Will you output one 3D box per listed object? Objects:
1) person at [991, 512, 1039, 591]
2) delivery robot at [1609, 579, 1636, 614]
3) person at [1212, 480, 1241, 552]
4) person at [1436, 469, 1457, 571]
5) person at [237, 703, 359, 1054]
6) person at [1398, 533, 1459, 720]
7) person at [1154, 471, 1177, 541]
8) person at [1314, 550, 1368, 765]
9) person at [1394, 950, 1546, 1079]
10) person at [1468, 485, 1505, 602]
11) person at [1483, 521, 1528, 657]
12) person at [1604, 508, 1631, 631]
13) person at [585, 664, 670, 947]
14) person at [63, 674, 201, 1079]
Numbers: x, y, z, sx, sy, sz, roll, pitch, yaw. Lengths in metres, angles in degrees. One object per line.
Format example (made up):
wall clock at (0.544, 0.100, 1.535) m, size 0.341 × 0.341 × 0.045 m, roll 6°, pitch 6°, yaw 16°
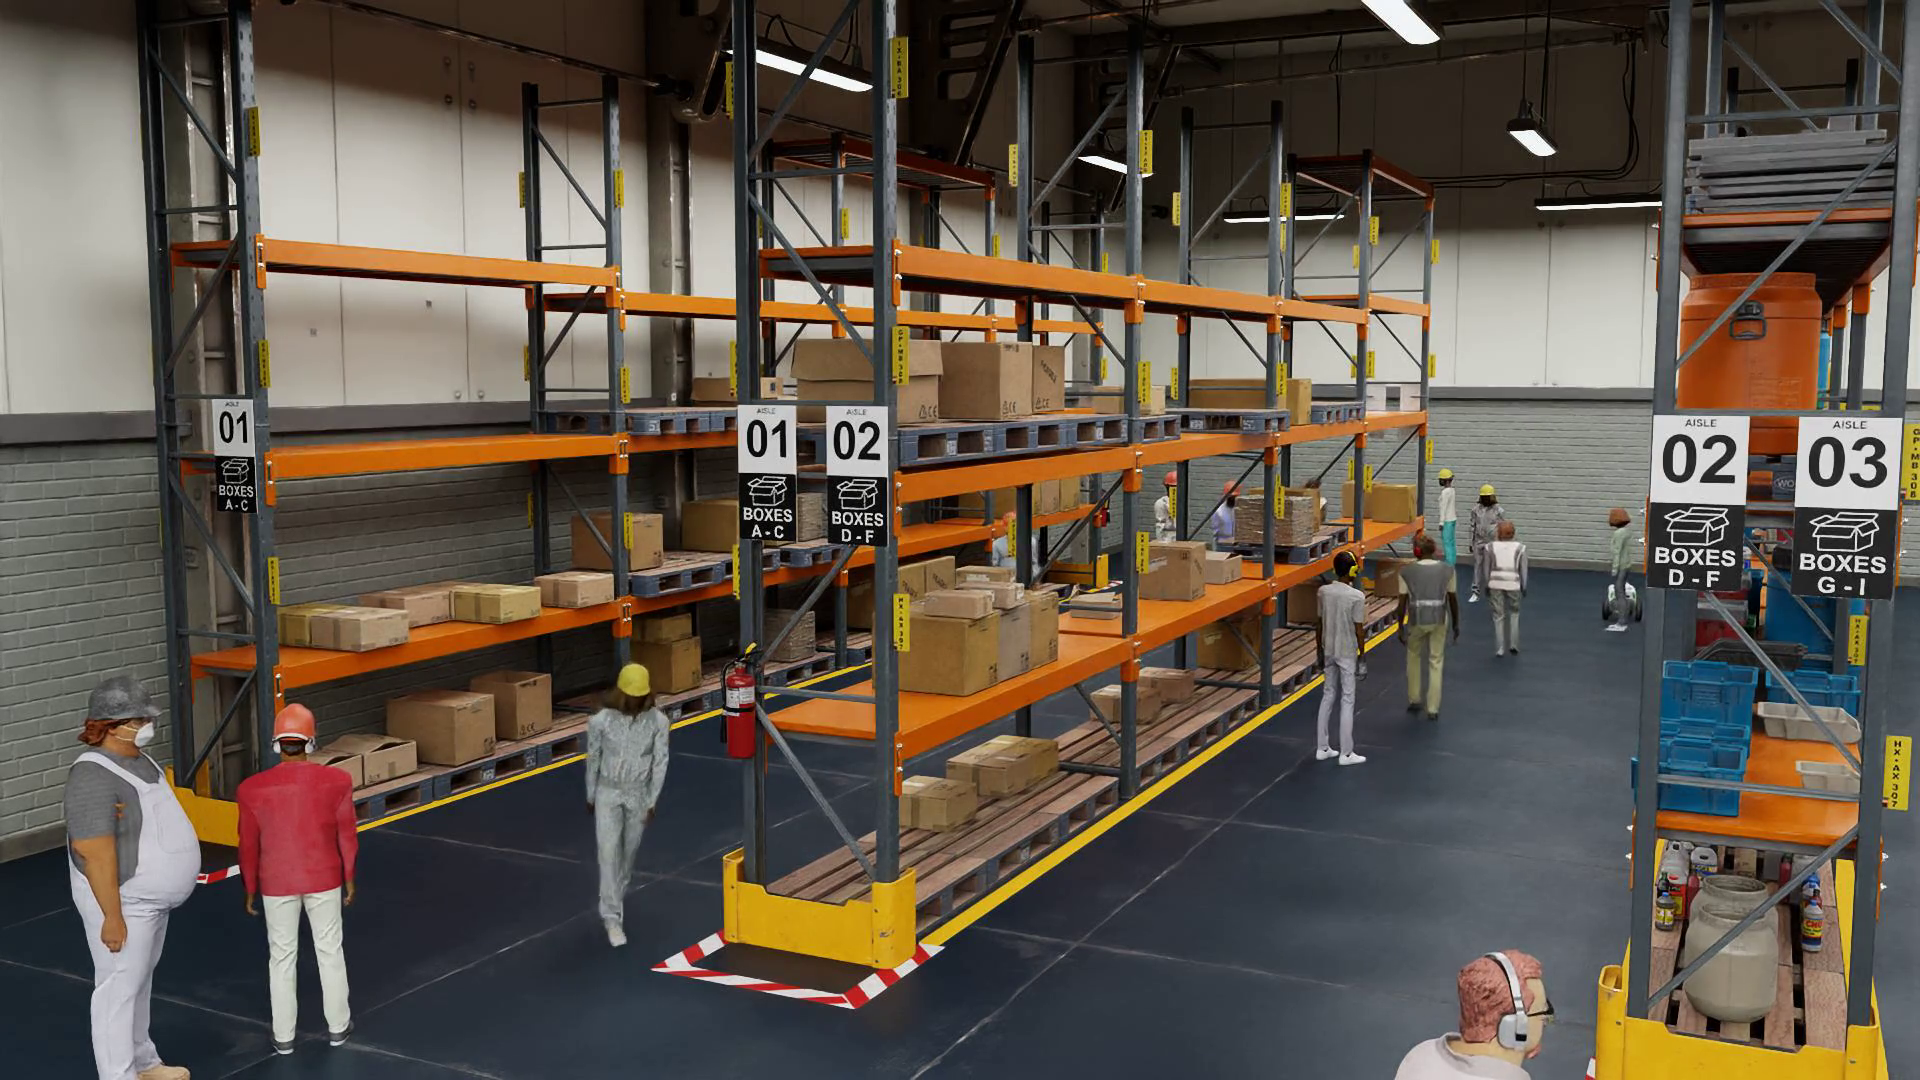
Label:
person at (0.666, 0.503, 20.198) m, size 0.583 × 1.718 × 0.643 m, roll 0°, pitch 6°, yaw 2°
delivery robot at (9.084, 0.759, 22.808) m, size 0.477 × 0.478 × 0.707 m, roll 2°, pitch 6°, yaw 20°
person at (3.743, 0.114, 22.962) m, size 0.557 × 1.916 × 0.615 m, roll 0°, pitch 6°, yaw 3°
person at (8.151, -0.313, 27.918) m, size 0.344 × 1.758 × 0.520 m, roll 3°, pitch 7°, yaw 29°
person at (-3.328, 1.694, 8.387) m, size 0.564 × 1.752 × 0.337 m, roll -2°, pitch 6°, yaw -21°
person at (4.617, 0.838, 16.419) m, size 0.618 × 1.816 × 0.692 m, roll 1°, pitch 6°, yaw 9°
person at (2.916, 0.076, 22.751) m, size 0.391 × 2.039 × 0.615 m, roll 5°, pitch 8°, yaw 40°
person at (3.315, 1.019, 14.470) m, size 0.319 × 1.861 × 0.517 m, roll -5°, pitch 8°, yaw -40°
person at (1.423, 2.027, 4.426) m, size 0.409 × 1.909 × 0.640 m, roll -2°, pitch 6°, yaw -18°
person at (7.699, 0.060, 24.334) m, size 0.494 × 1.743 × 0.302 m, roll 3°, pitch 7°, yaw 27°
person at (6.532, 0.576, 19.935) m, size 0.513 × 1.617 × 0.604 m, roll 2°, pitch 6°, yaw 19°
person at (8.630, 0.385, 21.778) m, size 0.286 × 1.622 × 0.509 m, roll 3°, pitch 7°, yaw 30°
person at (-2.003, 1.560, 10.040) m, size 0.485 × 1.670 × 0.964 m, roll -2°, pitch 6°, yaw -21°
person at (-3.804, 1.623, 7.703) m, size 0.538 × 2.000 × 0.683 m, roll -1°, pitch 6°, yaw -13°
